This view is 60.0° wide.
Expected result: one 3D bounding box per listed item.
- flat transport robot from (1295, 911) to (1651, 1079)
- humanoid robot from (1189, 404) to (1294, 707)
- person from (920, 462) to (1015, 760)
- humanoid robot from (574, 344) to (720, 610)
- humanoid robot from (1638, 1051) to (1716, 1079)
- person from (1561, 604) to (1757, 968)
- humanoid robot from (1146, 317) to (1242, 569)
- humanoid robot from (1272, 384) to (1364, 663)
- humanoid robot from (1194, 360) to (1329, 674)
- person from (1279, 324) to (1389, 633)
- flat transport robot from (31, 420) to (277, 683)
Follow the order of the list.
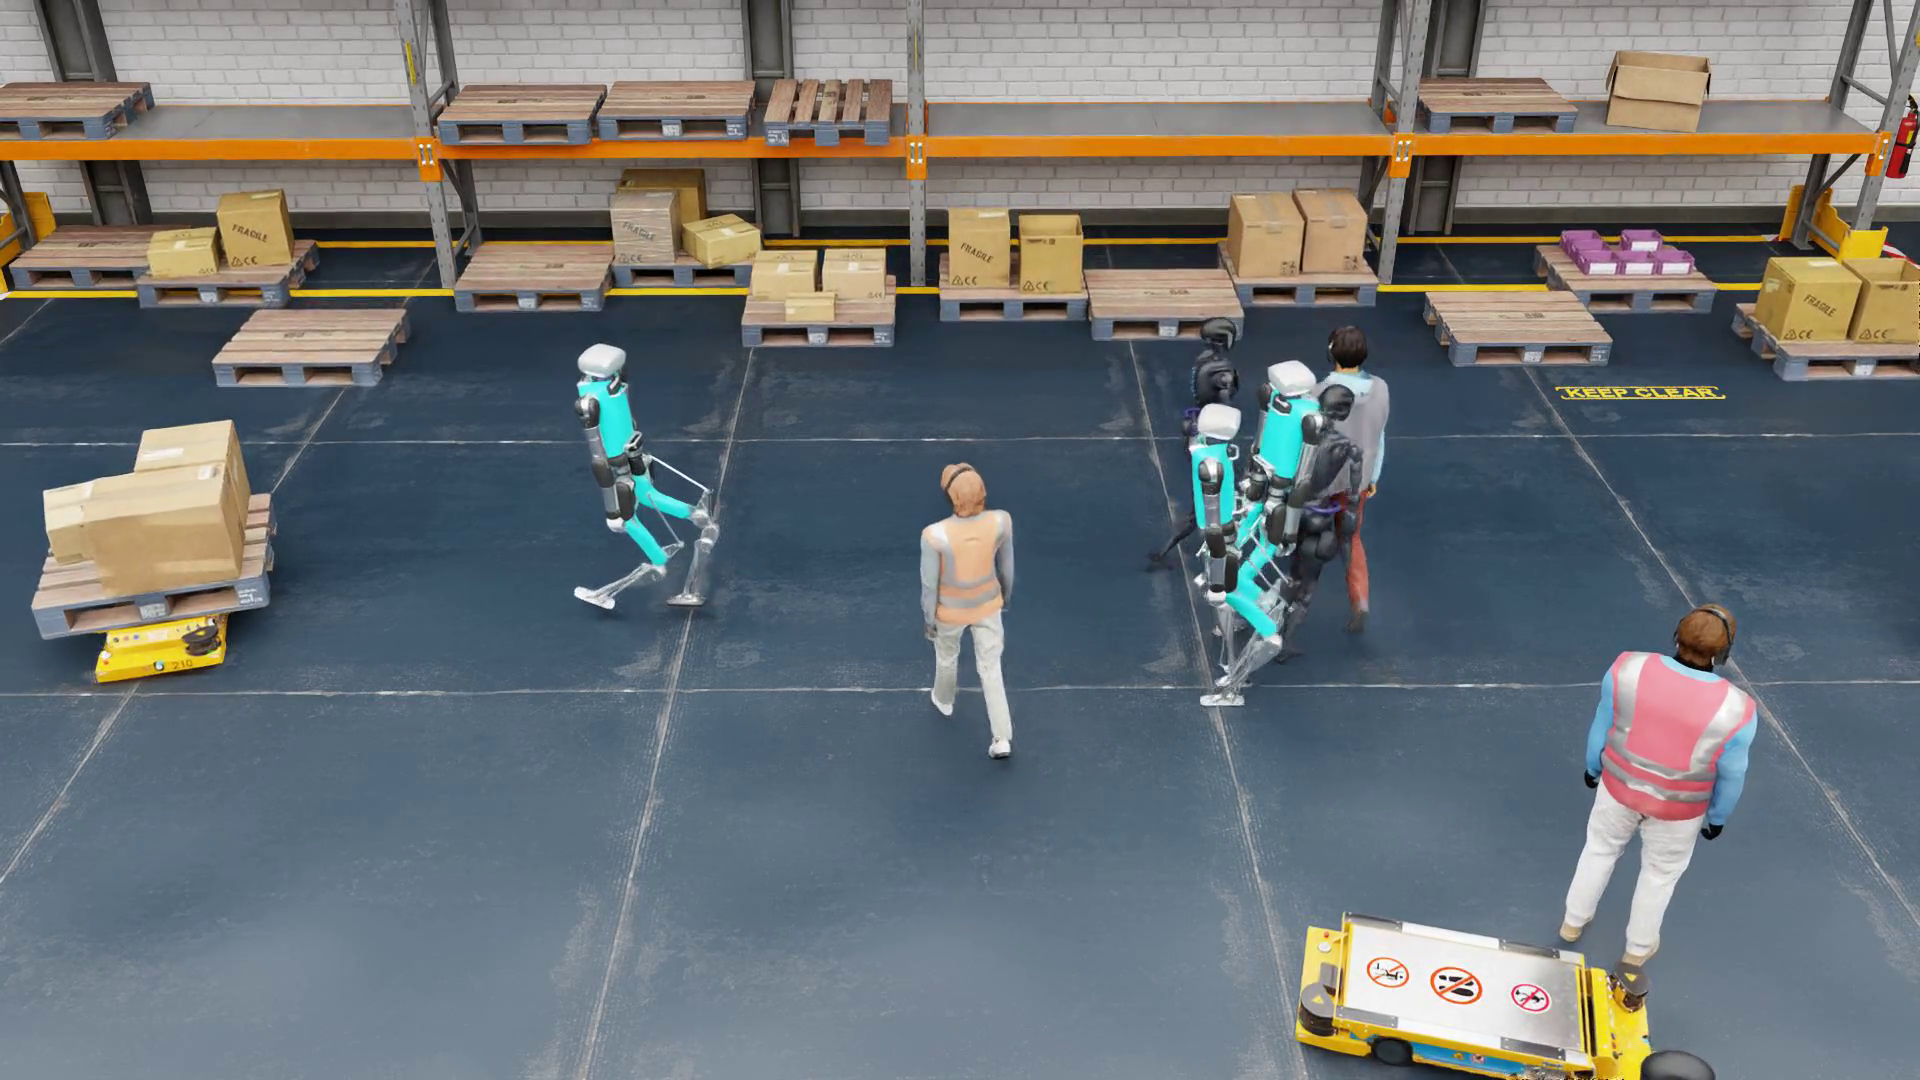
[{"bbox_3d":[2.187,1.989,7.099,1.431,0.231,0.659,8,32,13],"label":"flat transport robot"},{"bbox_3d":[1.515,0.124,8.770,0.698,1.776,0.536,4,31,7],"label":"humanoid robot"},{"bbox_3d":[0.061,0.365,8.503,0.529,1.611,0.794,-10,32,-17],"label":"person"},{"bbox_3d":[-1.772,-0.274,9.441,1.013,1.735,0.556,5,31,9],"label":"humanoid robot"},{"bbox_3d":[2.157,2.226,5.335,0.363,1.655,0.593,7,32,11],"label":"humanoid robot"},{"bbox_3d":[2.987,1.067,7.124,0.634,1.830,0.429,20,37,30],"label":"person"},{"bbox_3d":[1.485,-0.587,10.062,0.714,1.641,0.600,-6,31,-9],"label":"humanoid robot"},{"bbox_3d":[1.911,-0.101,9.220,0.461,1.636,0.601,-25,39,-35],"label":"humanoid robot"},{"bbox_3d":[1.535,-0.080,9.159,0.801,1.819,0.531,-12,33,-19],"label":"humanoid robot"},{"bbox_3d":[2.142,-0.331,9.415,0.550,1.854,0.785,-5,31,-8],"label":"person"},{"bbox_3d":[-4.683,0.332,9.858,0.659,0.231,1.431,-9,32,-15],"label":"flat transport robot"}]
